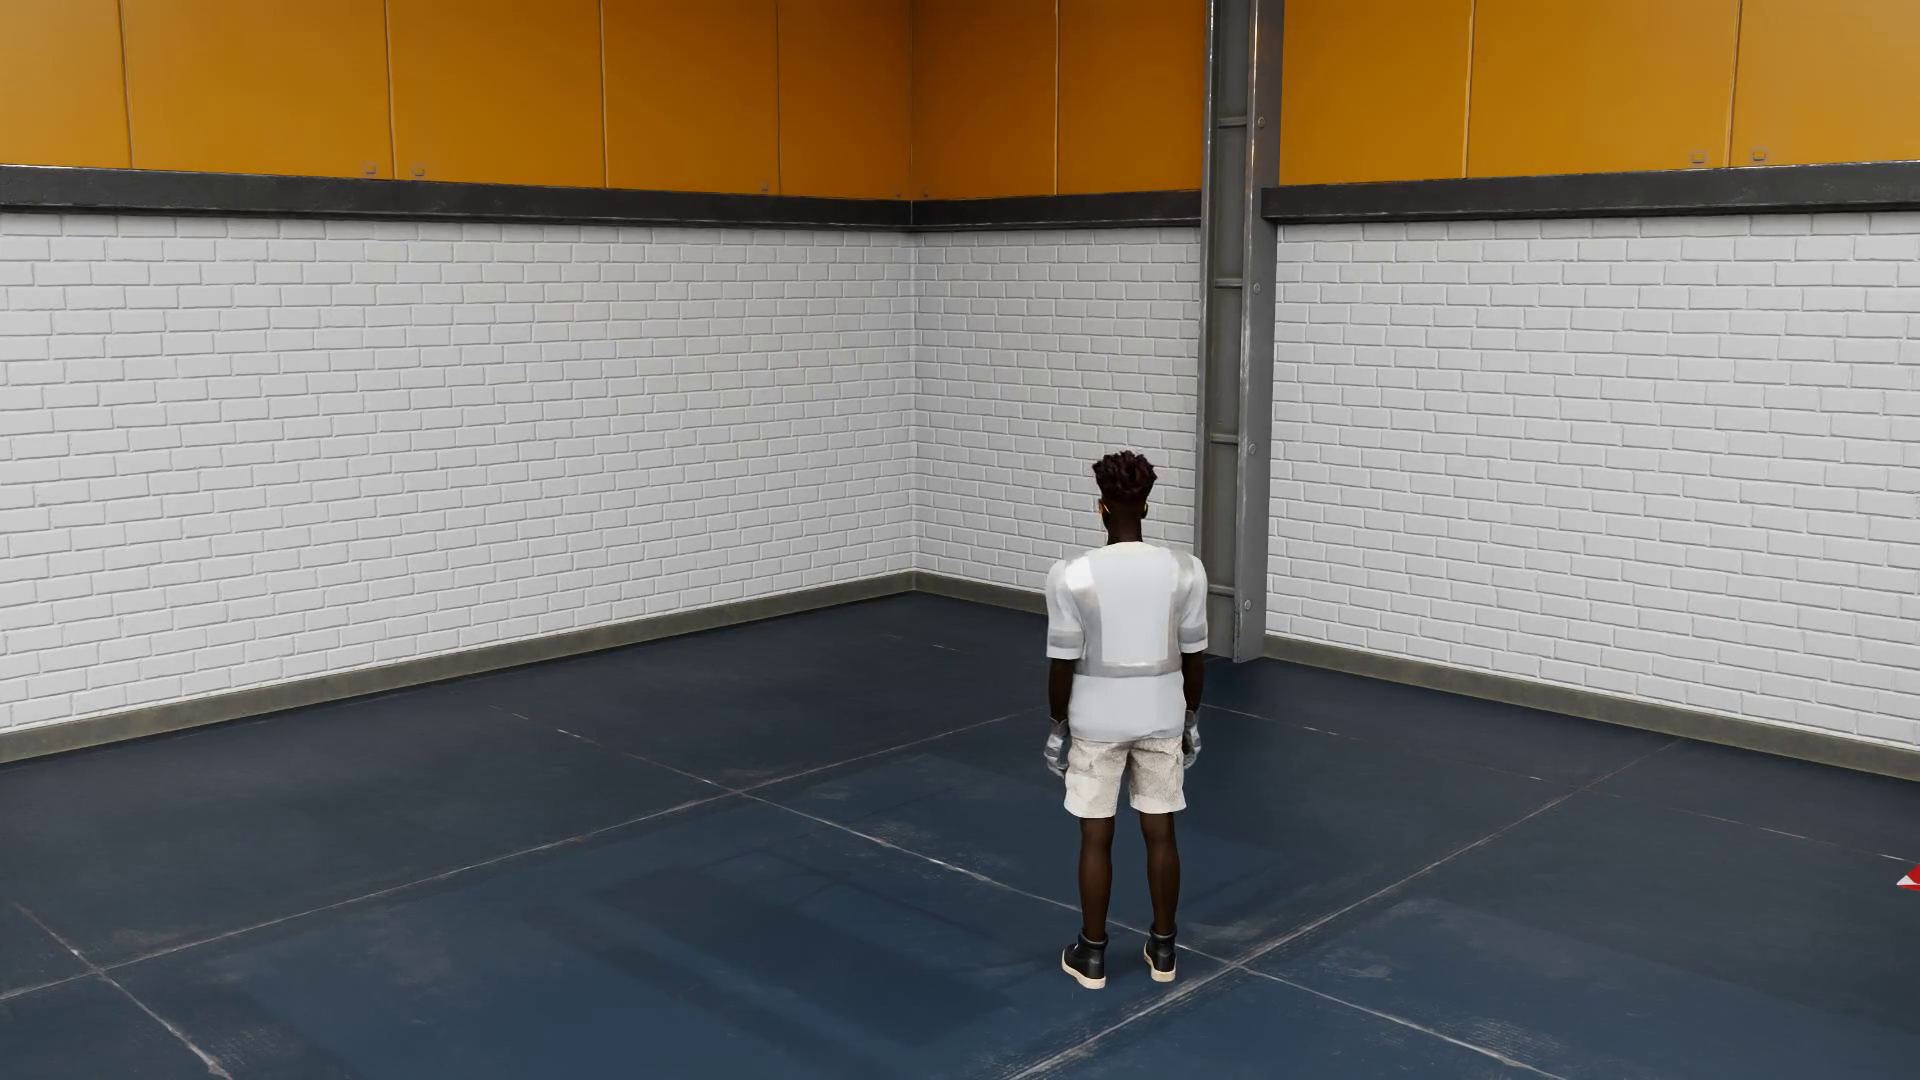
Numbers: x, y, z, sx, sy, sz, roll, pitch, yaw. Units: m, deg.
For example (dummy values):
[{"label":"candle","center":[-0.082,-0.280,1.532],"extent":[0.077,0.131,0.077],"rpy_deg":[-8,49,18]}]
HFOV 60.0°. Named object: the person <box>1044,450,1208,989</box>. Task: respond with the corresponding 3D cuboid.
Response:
[{"label":"person","center":[0.595,0.653,6.034],"extent":[0.603,1.967,0.368],"rpy_deg":[-2,9,-10]}]
